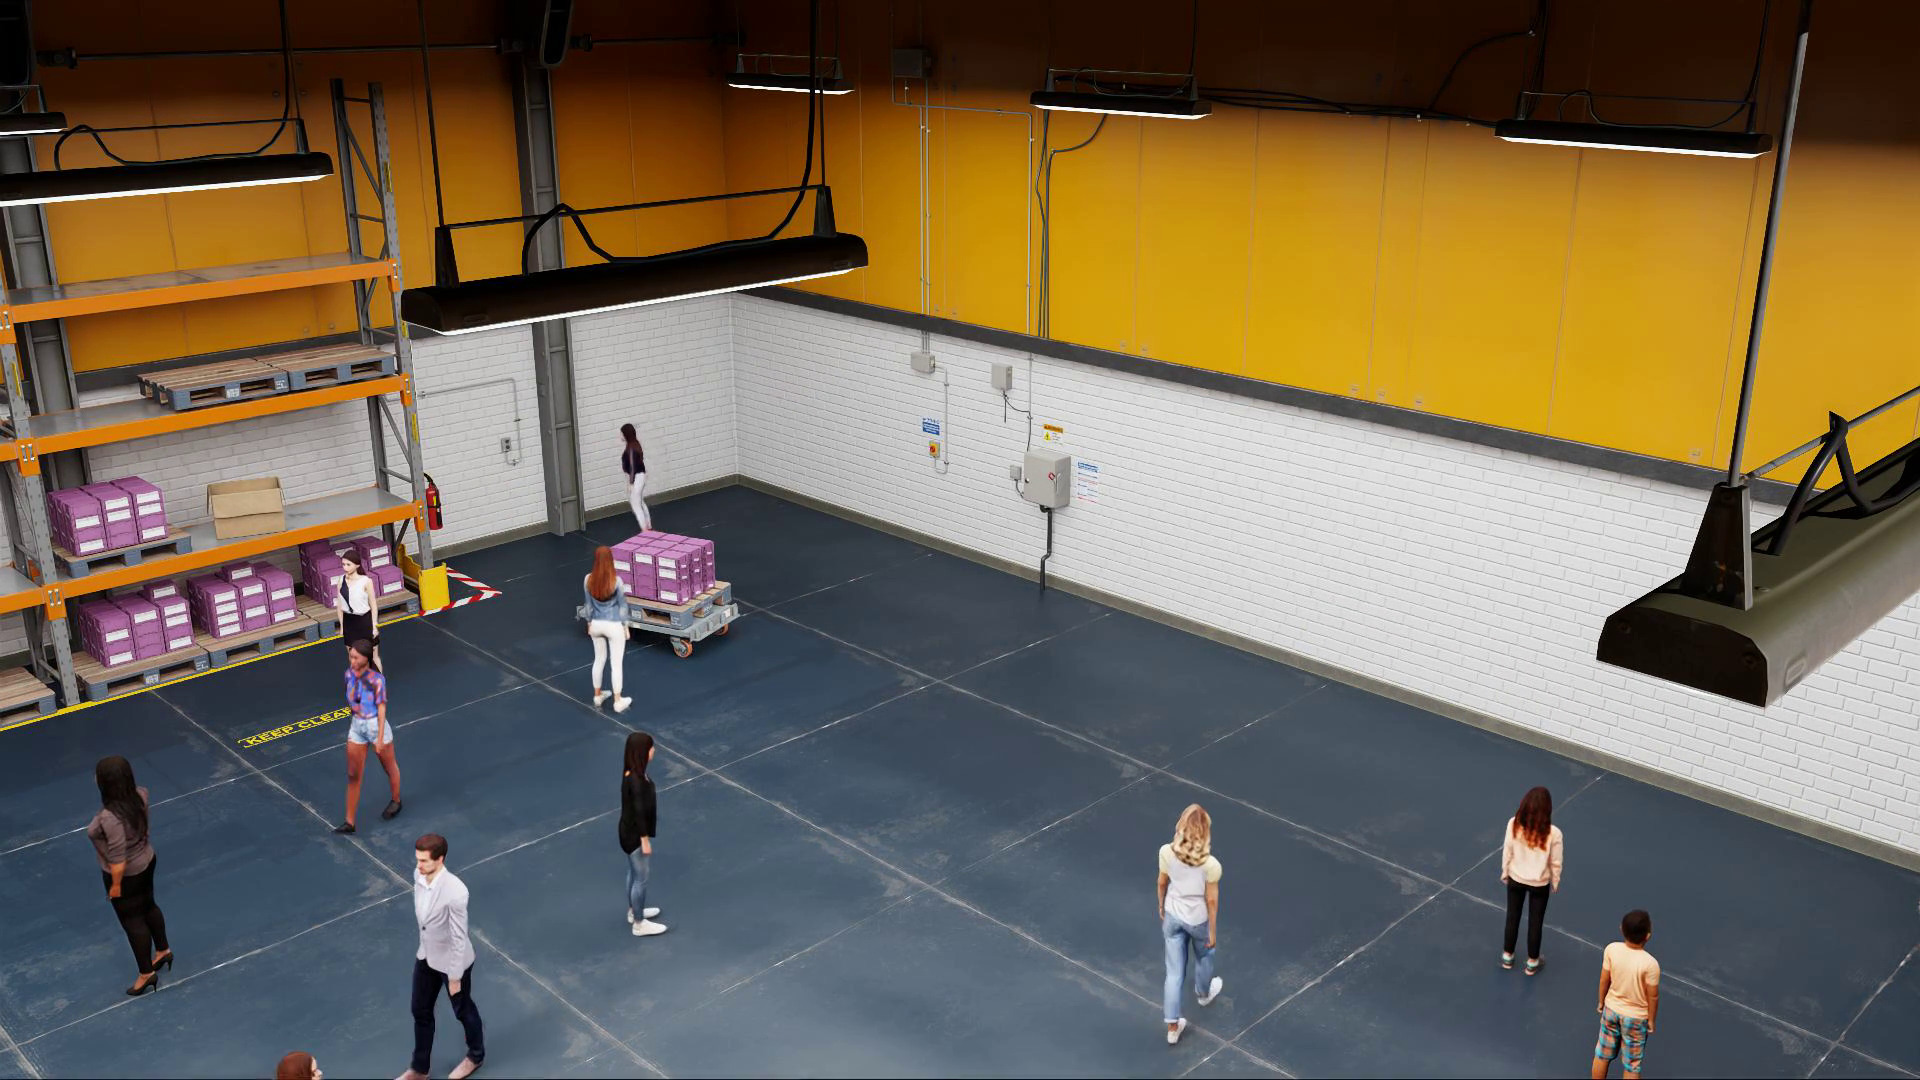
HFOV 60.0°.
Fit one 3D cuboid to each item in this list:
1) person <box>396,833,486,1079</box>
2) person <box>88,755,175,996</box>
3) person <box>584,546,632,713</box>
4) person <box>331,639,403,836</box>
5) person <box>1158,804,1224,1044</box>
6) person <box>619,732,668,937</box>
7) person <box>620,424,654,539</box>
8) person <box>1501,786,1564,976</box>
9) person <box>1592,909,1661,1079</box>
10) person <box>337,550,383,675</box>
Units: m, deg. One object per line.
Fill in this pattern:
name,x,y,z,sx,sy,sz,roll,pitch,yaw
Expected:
person,-3.349,2.734,11.039,0.776,1.834,0.905,14,23,36
person,-5.982,2.398,12.025,0.803,1.842,0.746,0,19,-1
person,-3.550,0.894,16.719,0.707,1.696,0.708,5,19,16
person,-5.045,1.658,14.433,0.932,1.707,1.156,6,19,17
person,1.532,2.676,11.432,0.825,1.692,1.071,10,21,27
person,-2.493,2.244,12.790,0.678,1.644,0.660,-5,19,-14
person,-4.231,-0.762,21.818,0.820,1.579,0.790,3,19,8
person,4.205,2.497,12.291,0.618,1.483,0.575,11,21,29
person,4.289,3.042,10.709,0.520,1.461,0.492,16,25,40
person,-6.069,0.882,16.829,0.638,1.647,0.679,2,19,6
